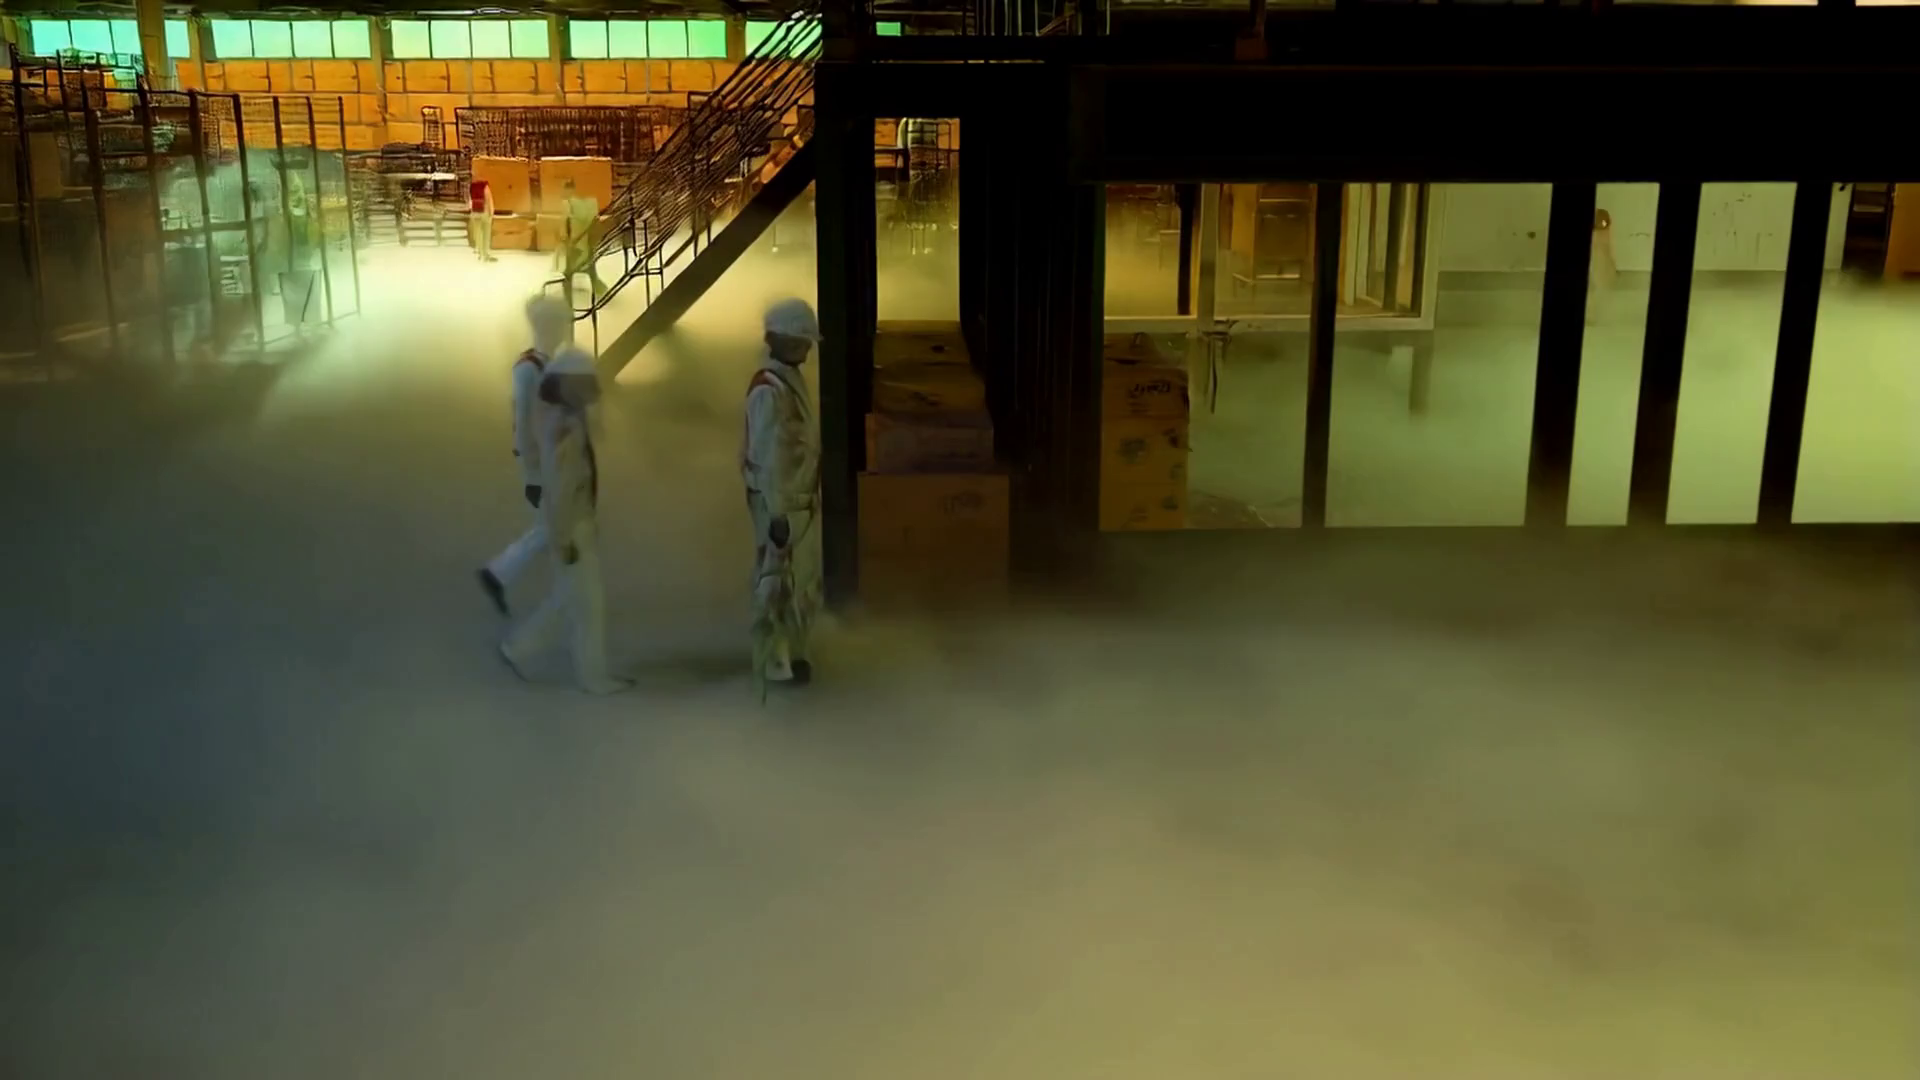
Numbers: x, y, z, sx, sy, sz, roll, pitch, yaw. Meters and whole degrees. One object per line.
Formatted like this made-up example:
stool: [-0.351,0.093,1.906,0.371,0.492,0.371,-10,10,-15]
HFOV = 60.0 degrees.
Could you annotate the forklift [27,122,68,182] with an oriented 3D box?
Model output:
forklift: [-35.376,-14.773,64.377,1.129,2.768,1.873,-1,14,-2]

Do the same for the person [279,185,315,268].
person: [-9.874,-4.356,24.844,0.346,1.845,0.505,7,16,27]

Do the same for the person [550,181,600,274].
person: [-7.224,-5.791,30.840,0.928,1.716,0.541,1,14,3]

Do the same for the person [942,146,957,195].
person: [-0.385,-14.478,65.219,0.657,1.890,0.759,-10,17,-34]

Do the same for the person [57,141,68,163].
person: [-40.126,-16.827,74.382,0.379,1.996,0.611,4,15,17]

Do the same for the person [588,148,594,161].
person: [-15.435,-15.548,69.731,0.309,1.772,0.525,-1,14,-4]

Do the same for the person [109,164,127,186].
person: [-24.480,-10.128,48.380,0.506,1.614,0.640,0,14,-2]

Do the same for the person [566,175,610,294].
person: [-6.136,-5.029,27.396,1.021,1.908,0.633,10,17,34]

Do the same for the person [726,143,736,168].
person: [-11.781,-19.474,85.391,0.778,1.787,0.604,-10,17,-36]

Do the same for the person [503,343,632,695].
person: [-1.929,-0.080,8.006,0.493,1.720,0.512,-12,18,-39]

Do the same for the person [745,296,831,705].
person: [-0.835,-0.193,7.997,0.387,1.947,0.604,1,14,4]

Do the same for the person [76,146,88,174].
person: [-39.856,-16.998,75.585,0.530,1.750,0.622,-7,16,-27]

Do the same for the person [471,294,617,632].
person: [-2.305,-0.402,9.016,0.746,1.865,0.587,0,14,1]

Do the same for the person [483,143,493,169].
person: [-21.555,-17.180,76.003,1.014,1.901,0.635,6,15,23]

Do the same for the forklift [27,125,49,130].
forklift: [-37.689,-15.716,68.147,1.129,2.768,1.873,-1,14,-2]

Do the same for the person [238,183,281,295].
person: [-11.281,-4.812,26.702,0.512,1.837,0.878,2,14,8]

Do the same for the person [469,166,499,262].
person: [-9.685,-6.599,33.664,0.597,1.915,0.370,10,17,34]

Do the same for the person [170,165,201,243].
person: [-16.424,-6.971,35.247,0.659,1.887,0.393,3,14,12]
